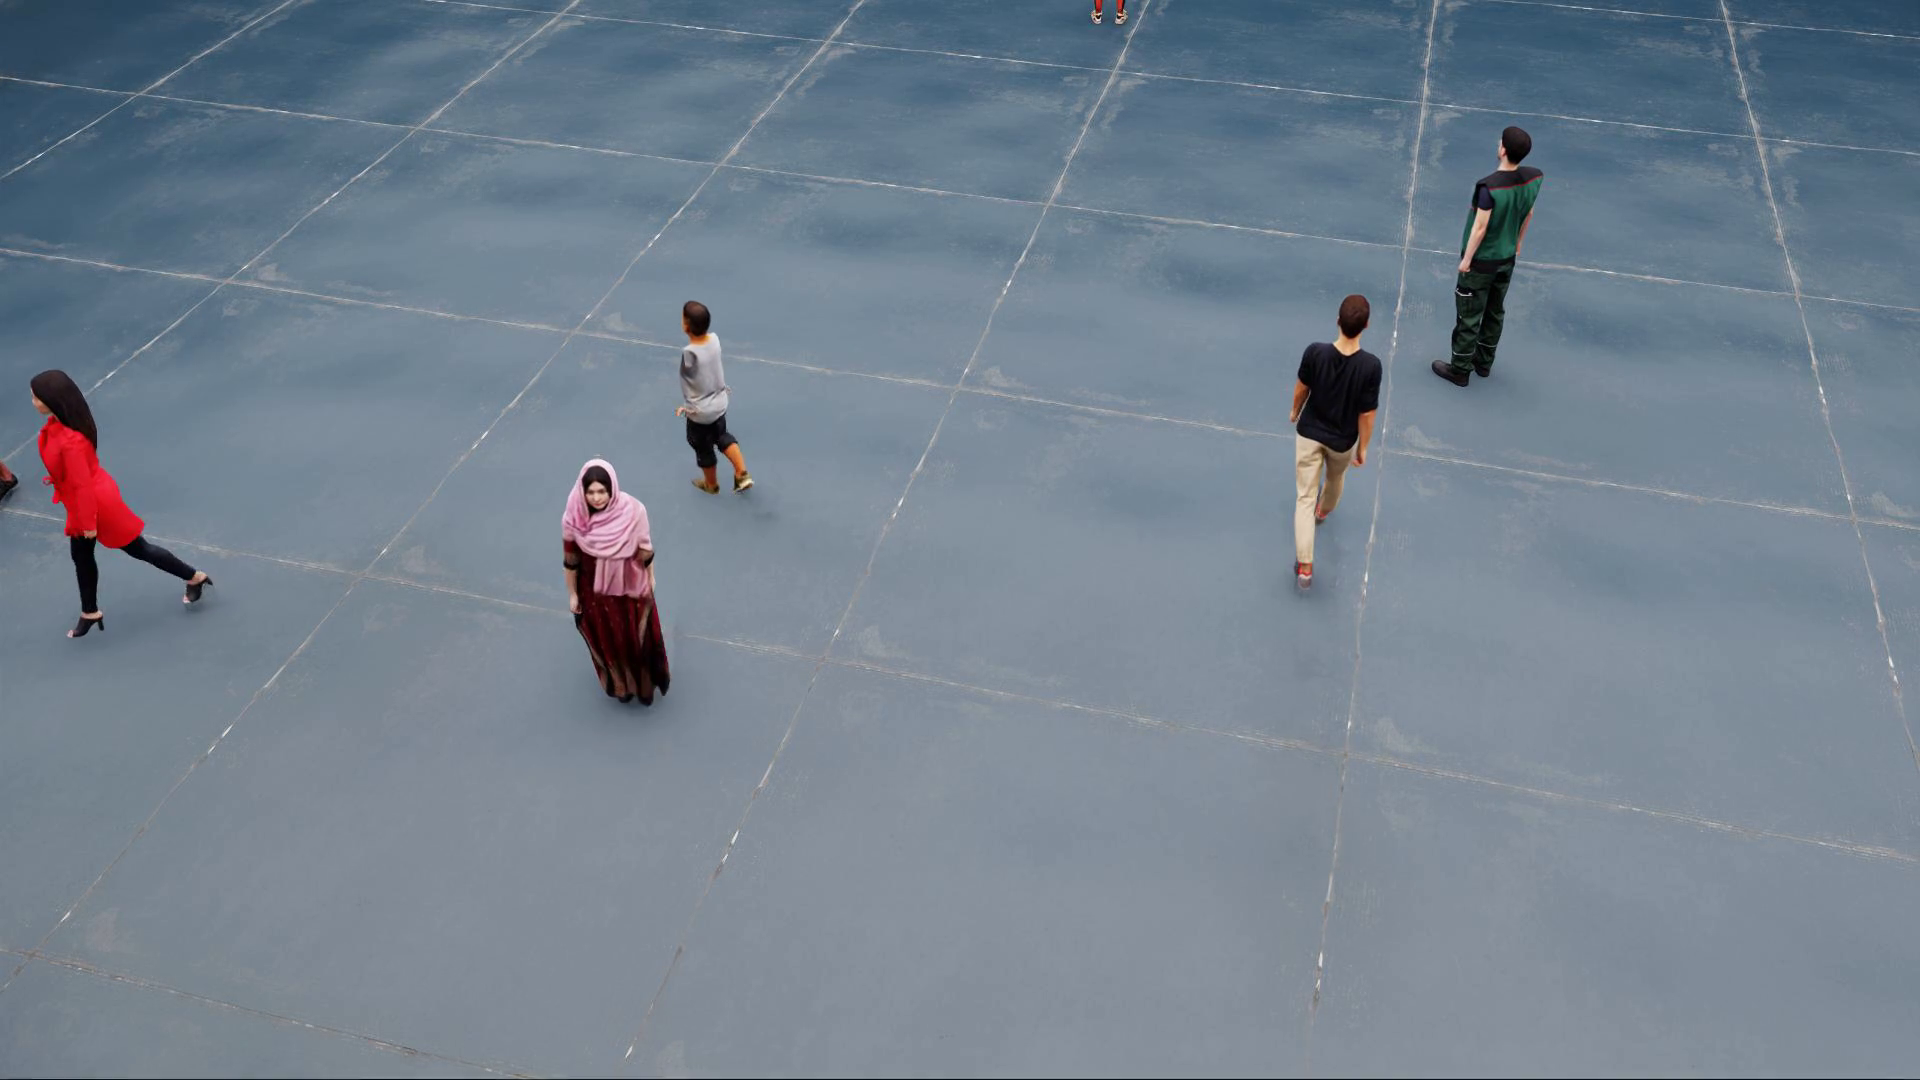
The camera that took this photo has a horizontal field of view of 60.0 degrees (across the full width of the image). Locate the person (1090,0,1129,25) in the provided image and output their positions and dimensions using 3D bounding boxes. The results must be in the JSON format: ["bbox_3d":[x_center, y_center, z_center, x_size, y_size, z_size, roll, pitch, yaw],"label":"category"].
[{"bbox_3d":[1.559,-6.211,17.028,0.652,1.808,0.582,3,38,4],"label":"person"}]

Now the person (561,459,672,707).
[{"bbox_3d":[-1.878,0.190,8.996,0.728,1.624,0.751,-2,38,-2],"label":"person"}]

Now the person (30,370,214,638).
[{"bbox_3d":[-4.790,-0.197,9.423,1.121,1.707,1.053,-20,42,-24],"label":"person"}]

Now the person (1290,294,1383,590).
[{"bbox_3d":[2.146,-0.535,9.779,0.685,1.801,1.178,7,39,9],"label":"person"}]

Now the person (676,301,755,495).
[{"bbox_3d":[-1.569,-0.884,10.515,0.764,1.443,0.757,27,46,30],"label":"person"}]

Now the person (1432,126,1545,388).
[{"bbox_3d":[3.676,-1.964,11.524,0.752,1.901,0.813,-20,42,-23],"label":"person"}]
